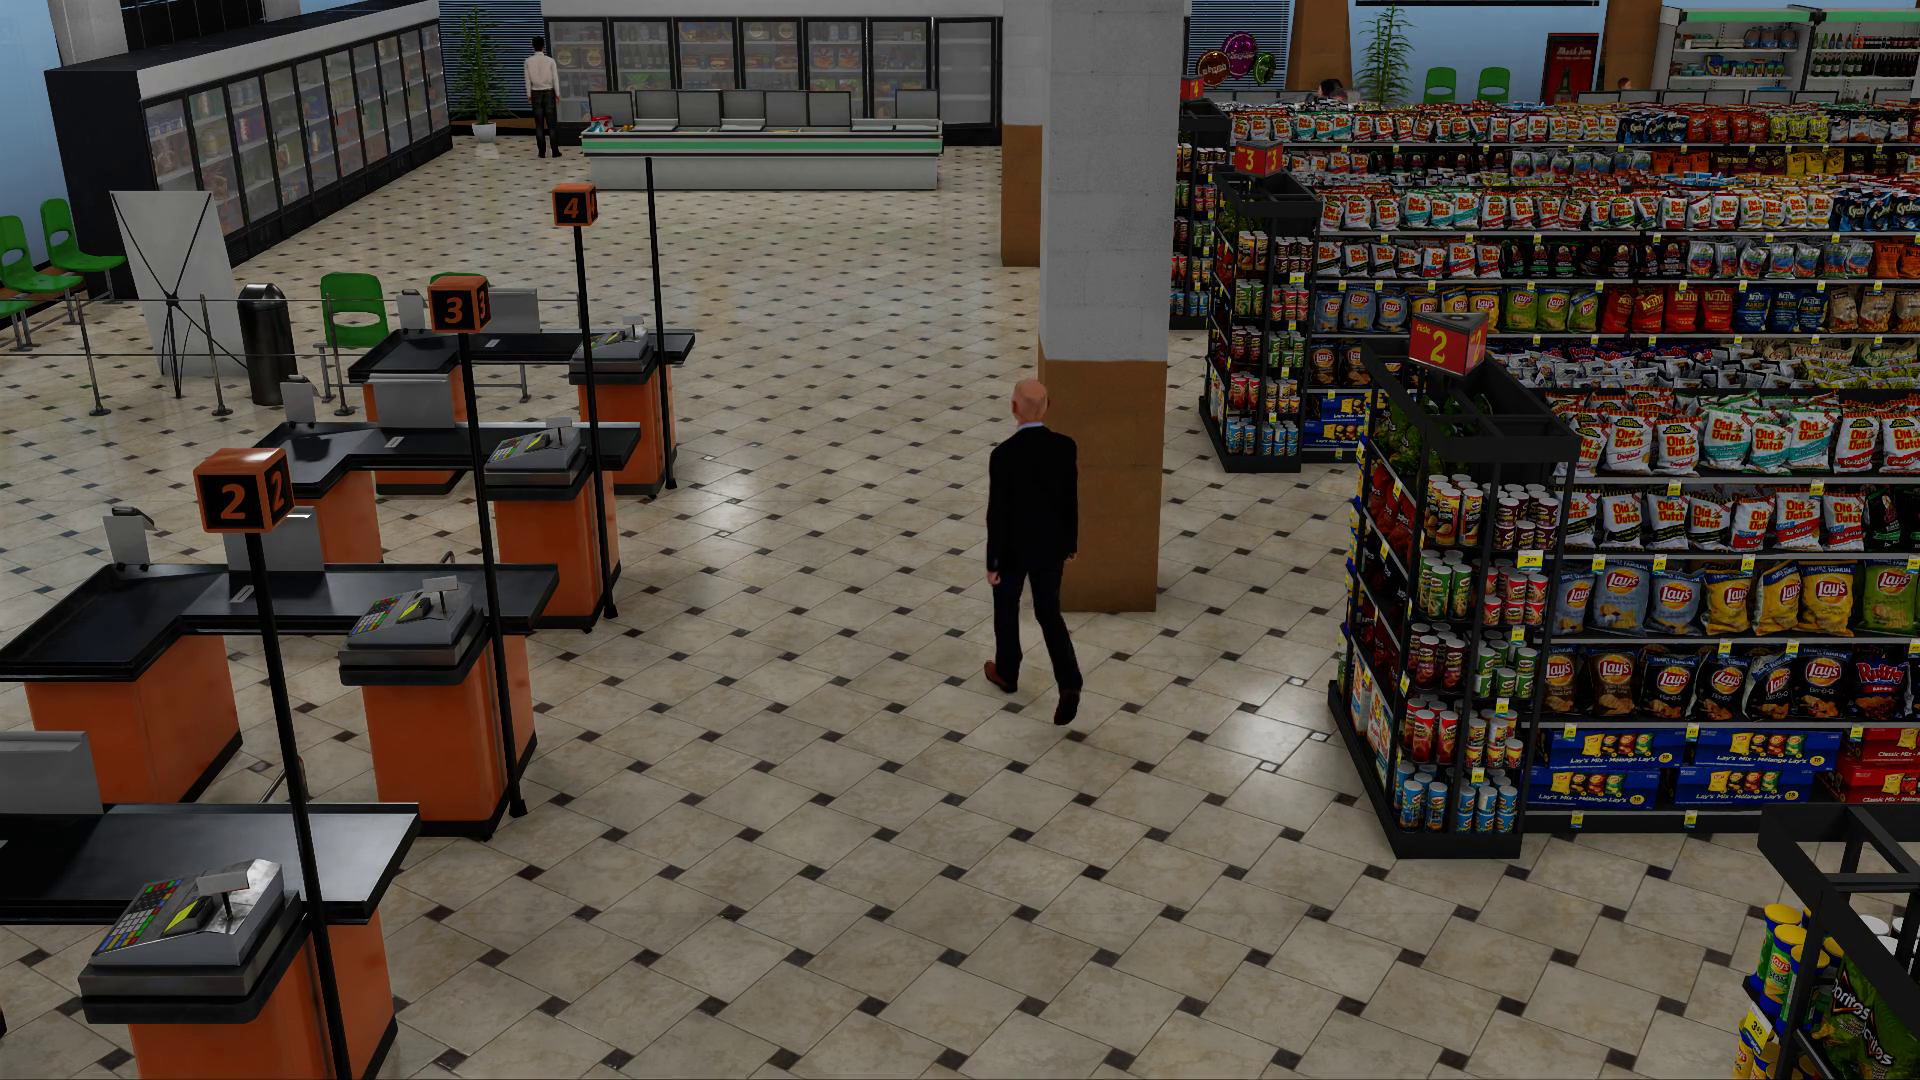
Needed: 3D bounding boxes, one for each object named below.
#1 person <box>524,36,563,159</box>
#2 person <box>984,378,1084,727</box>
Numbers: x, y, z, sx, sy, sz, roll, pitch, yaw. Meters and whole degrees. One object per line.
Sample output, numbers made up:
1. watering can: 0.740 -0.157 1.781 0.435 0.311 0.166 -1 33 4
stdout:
1. person: -6.401 -6.802 25.540 0.538 1.811 0.746 -3 22 -7
2. person: 0.388 0.082 8.457 1.194 1.774 1.051 -9 24 -21
